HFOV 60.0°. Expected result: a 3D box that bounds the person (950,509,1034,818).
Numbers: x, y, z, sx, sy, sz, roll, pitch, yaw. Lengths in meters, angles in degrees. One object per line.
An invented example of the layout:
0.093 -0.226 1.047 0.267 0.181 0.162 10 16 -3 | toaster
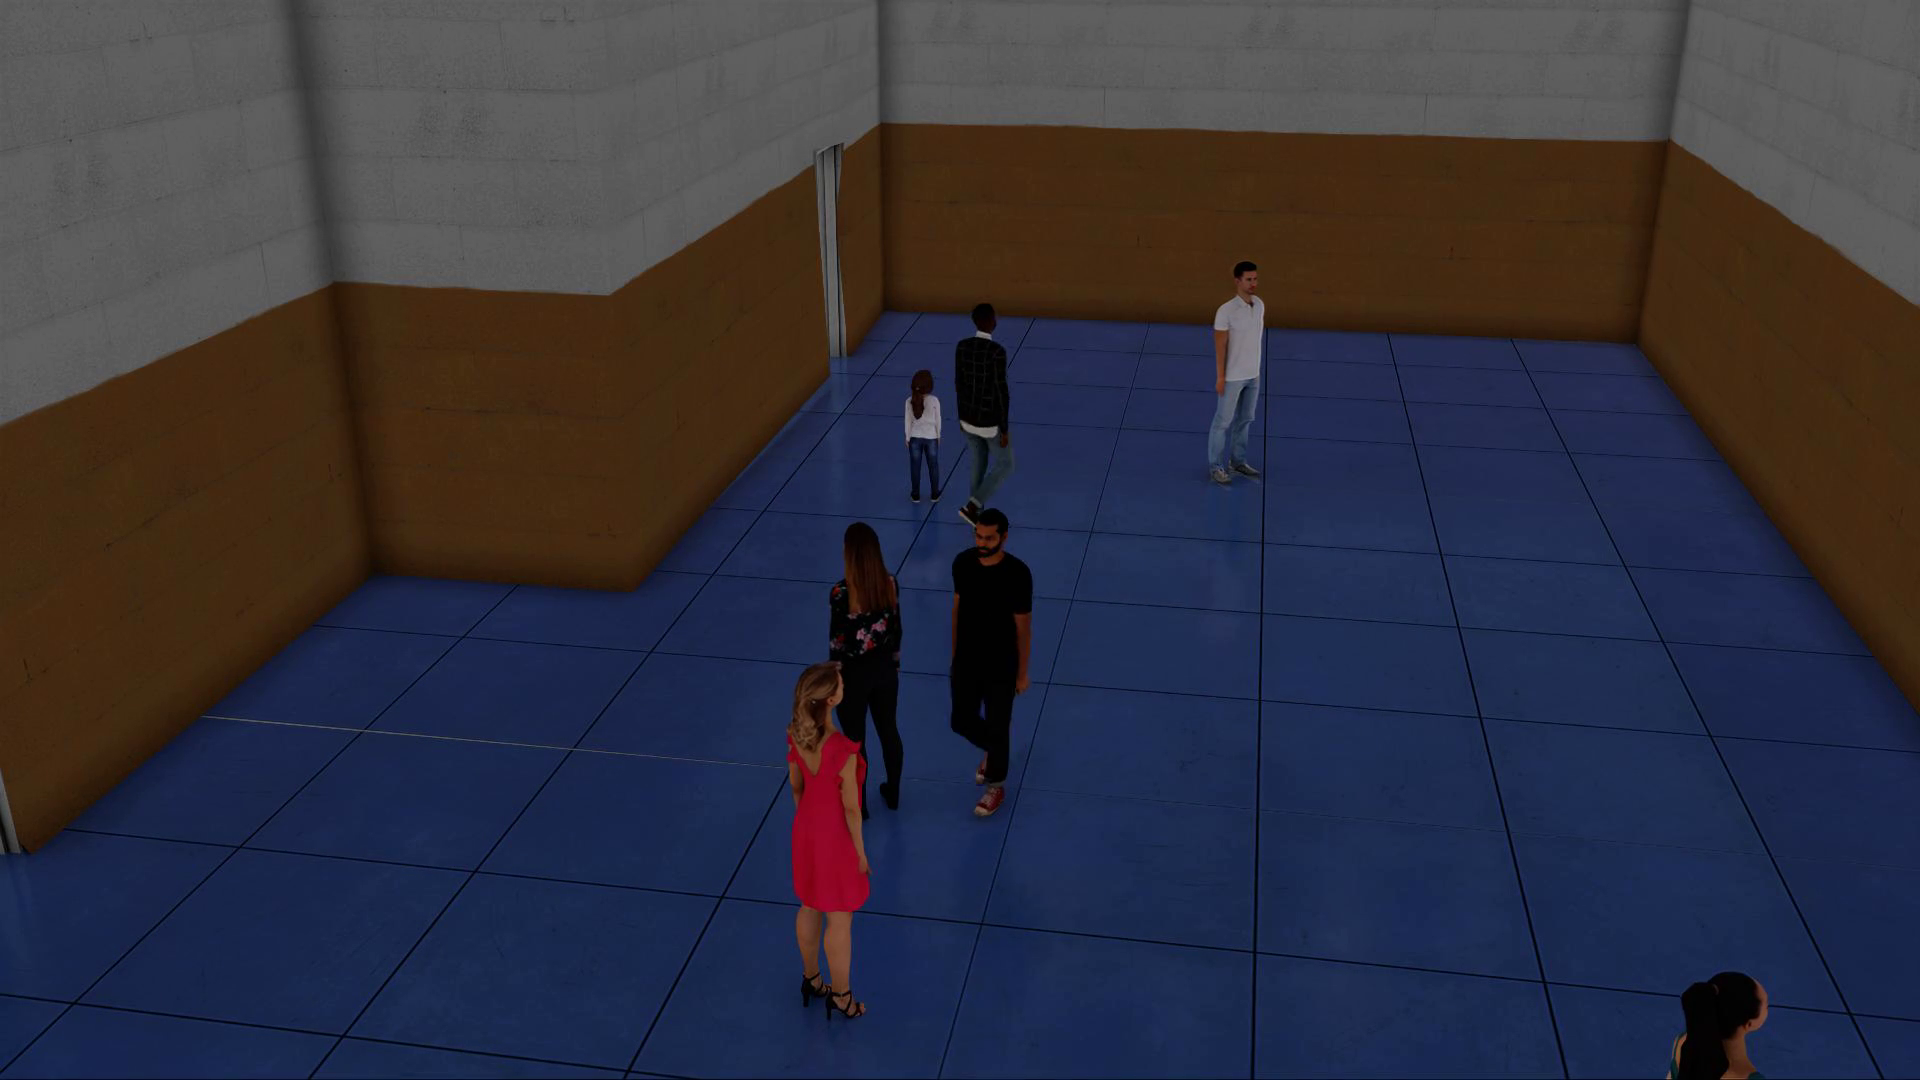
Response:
0.191 0.618 9.025 0.771 1.746 0.812 11 25 26 | person

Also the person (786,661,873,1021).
-0.594 1.320 7.301 0.728 1.728 0.645 -20 29 -40 | person

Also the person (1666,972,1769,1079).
2.400 2.111 5.390 0.656 1.685 0.629 -10 24 -23 | person

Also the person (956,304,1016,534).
0.121 -0.879 12.670 0.900 1.807 0.947 19 28 39 | person

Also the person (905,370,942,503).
-0.300 -0.858 13.551 0.450 1.110 0.542 -1 22 -3 | person

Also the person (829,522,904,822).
-0.501 0.700 8.905 0.638 1.684 0.711 -13 25 -29 | person

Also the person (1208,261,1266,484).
2.338 -1.414 13.925 0.735 1.864 0.795 -15 26 -32 | person
